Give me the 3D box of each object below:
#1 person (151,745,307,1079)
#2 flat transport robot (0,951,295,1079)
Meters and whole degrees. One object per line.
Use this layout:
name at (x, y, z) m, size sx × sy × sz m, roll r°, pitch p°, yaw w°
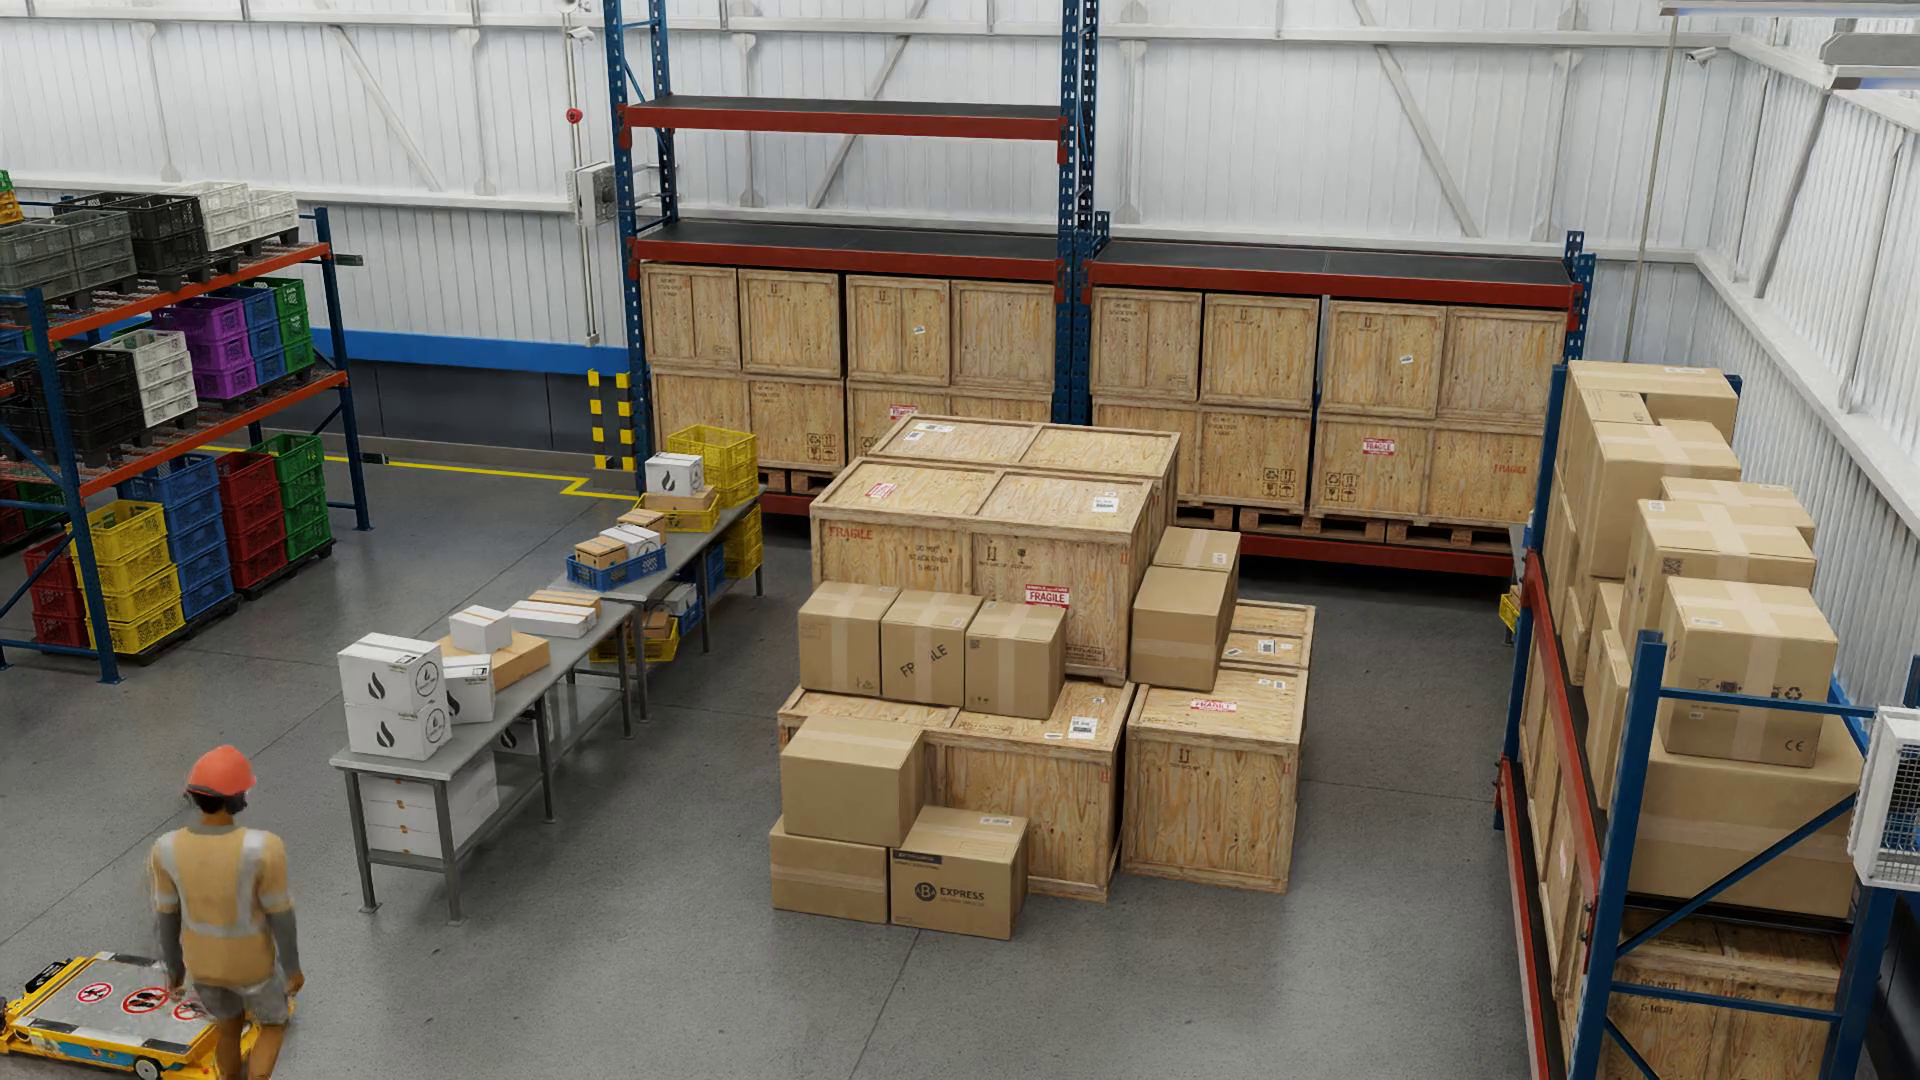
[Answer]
person at (-3.327, 1.918, 7.587) m, size 0.633 × 2.009 × 0.642 m, roll 5°, pitch 21°, yaw 12°
flat transport robot at (-4.270, 2.464, 8.601) m, size 1.431 × 0.231 × 0.659 m, roll 5°, pitch 22°, yaw 13°
